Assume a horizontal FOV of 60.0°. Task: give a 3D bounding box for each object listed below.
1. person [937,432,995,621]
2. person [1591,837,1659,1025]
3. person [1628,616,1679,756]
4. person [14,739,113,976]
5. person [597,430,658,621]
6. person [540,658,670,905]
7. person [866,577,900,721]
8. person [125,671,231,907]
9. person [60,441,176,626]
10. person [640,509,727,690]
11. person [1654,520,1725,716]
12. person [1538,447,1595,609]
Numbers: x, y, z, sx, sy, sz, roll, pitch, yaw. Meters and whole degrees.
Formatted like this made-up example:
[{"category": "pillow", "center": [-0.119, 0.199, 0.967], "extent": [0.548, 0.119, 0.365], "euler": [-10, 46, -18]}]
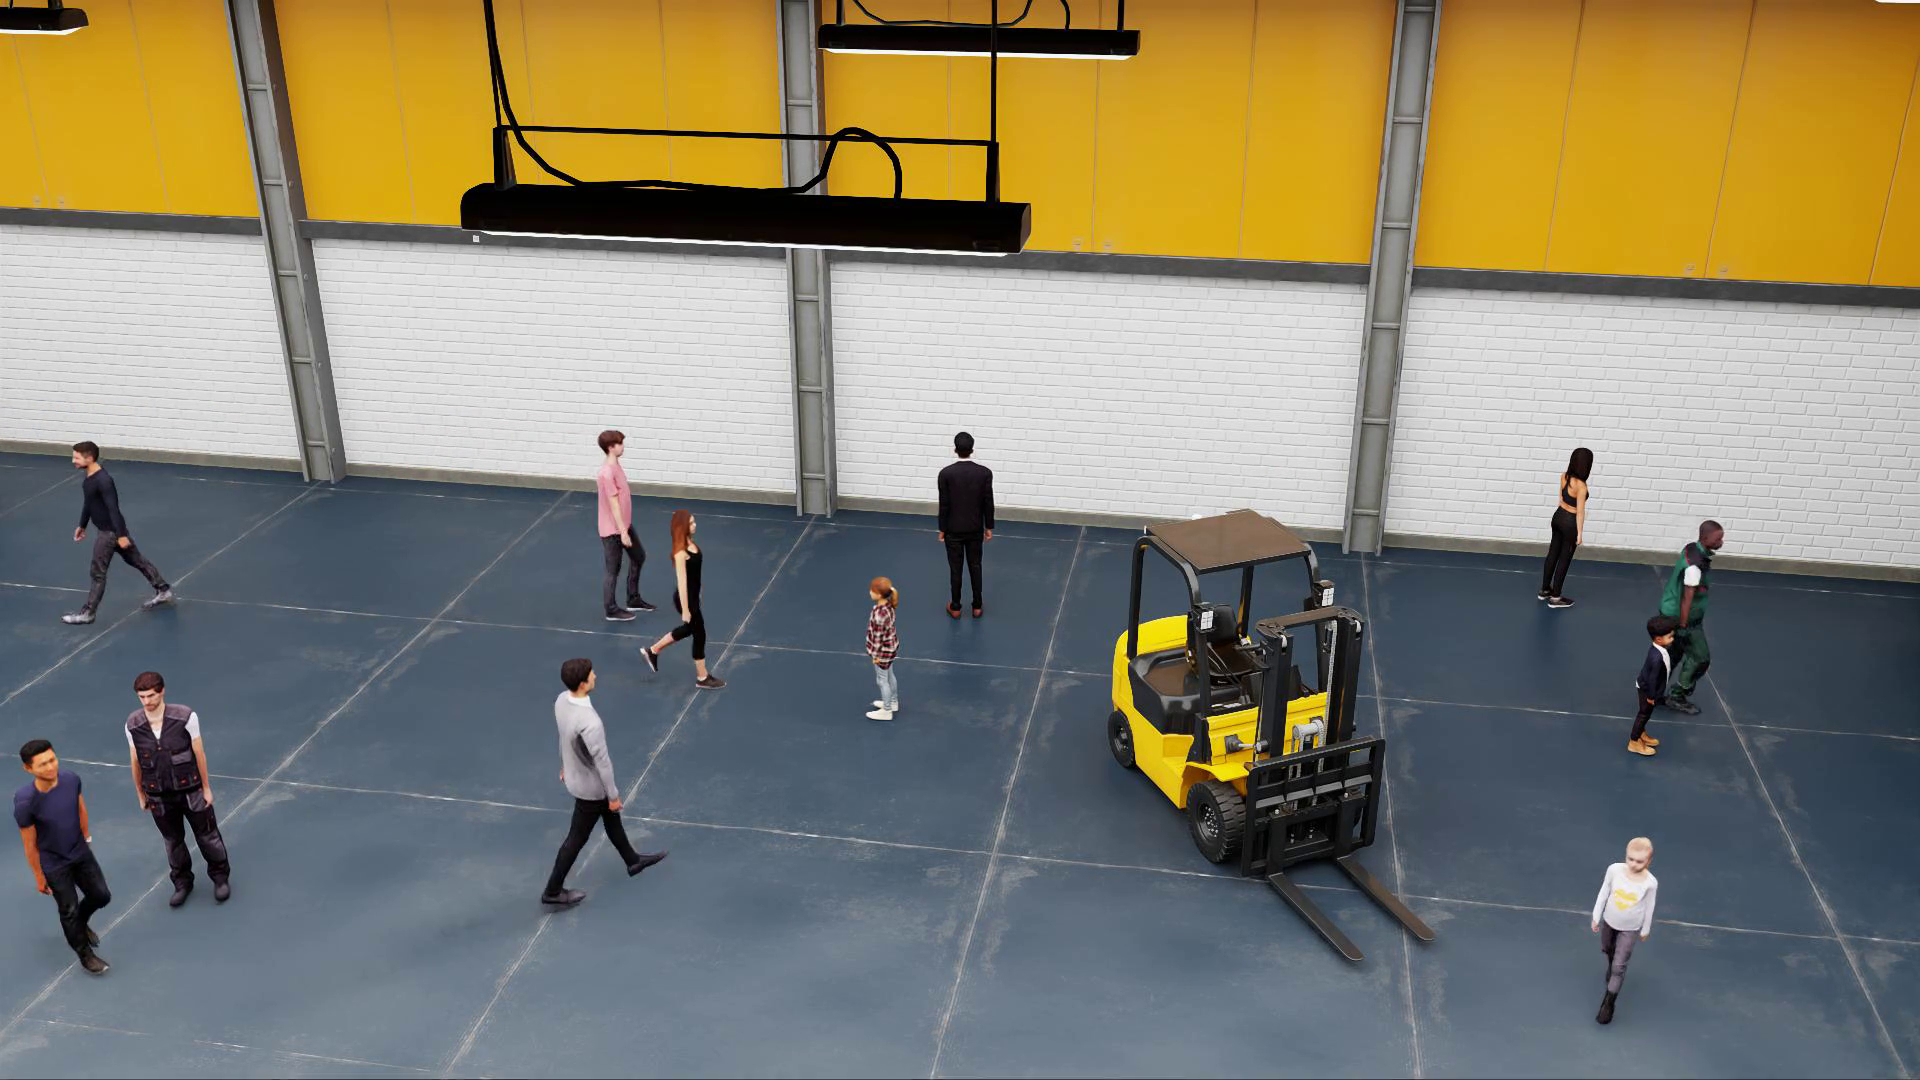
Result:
[{"category": "person", "center": [0.038, -0.140, 16.002], "extent": [0.624, 1.881, 0.826], "euler": [-4, 24, -9]}, {"category": "person", "center": [4.323, 2.457, 10.829], "extent": [0.896, 1.266, 0.820], "euler": [18, 29, 35]}, {"category": "person", "center": [5.731, 1.185, 13.792], "extent": [0.555, 1.223, 0.551], "euler": [11, 26, 24]}, {"category": "person", "center": [-6.002, 2.086, 11.035], "extent": [0.810, 1.782, 0.762], "euler": [13, 27, 26]}, {"category": "person", "center": [-3.379, -0.124, 15.882], "extent": [0.787, 1.947, 0.732], "euler": [-1, 24, -3]}, {"category": "person", "center": [-2.705, 1.738, 11.705], "extent": [1.350, 1.881, 1.249], "euler": [-14, 27, -29]}, {"category": "person", "center": [-0.647, 0.921, 14.294], "extent": [0.511, 1.304, 0.537], "euler": [6, 24, 14]}, {"category": "person", "center": [-5.533, 1.734, 11.758], "extent": [0.651, 1.846, 0.787], "euler": [-5, 24, -12]}, {"category": "person", "center": [-8.049, -0.089, 15.980], "extent": [1.261, 1.805, 1.180], "euler": [-15, 28, -31]}, {"category": "person", "center": [-2.481, 0.535, 14.676], "extent": [1.031, 1.705, 0.661], "euler": [1, 24, 2]}, {"category": "person", "center": [6.123, 0.645, 14.282], "extent": [0.734, 1.819, 0.749], "euler": [7, 25, 15]}, {"category": "person", "center": [5.934, -0.140, 16.302], "extent": [0.629, 1.641, 0.608], "euler": [-8, 25, -17]}]
